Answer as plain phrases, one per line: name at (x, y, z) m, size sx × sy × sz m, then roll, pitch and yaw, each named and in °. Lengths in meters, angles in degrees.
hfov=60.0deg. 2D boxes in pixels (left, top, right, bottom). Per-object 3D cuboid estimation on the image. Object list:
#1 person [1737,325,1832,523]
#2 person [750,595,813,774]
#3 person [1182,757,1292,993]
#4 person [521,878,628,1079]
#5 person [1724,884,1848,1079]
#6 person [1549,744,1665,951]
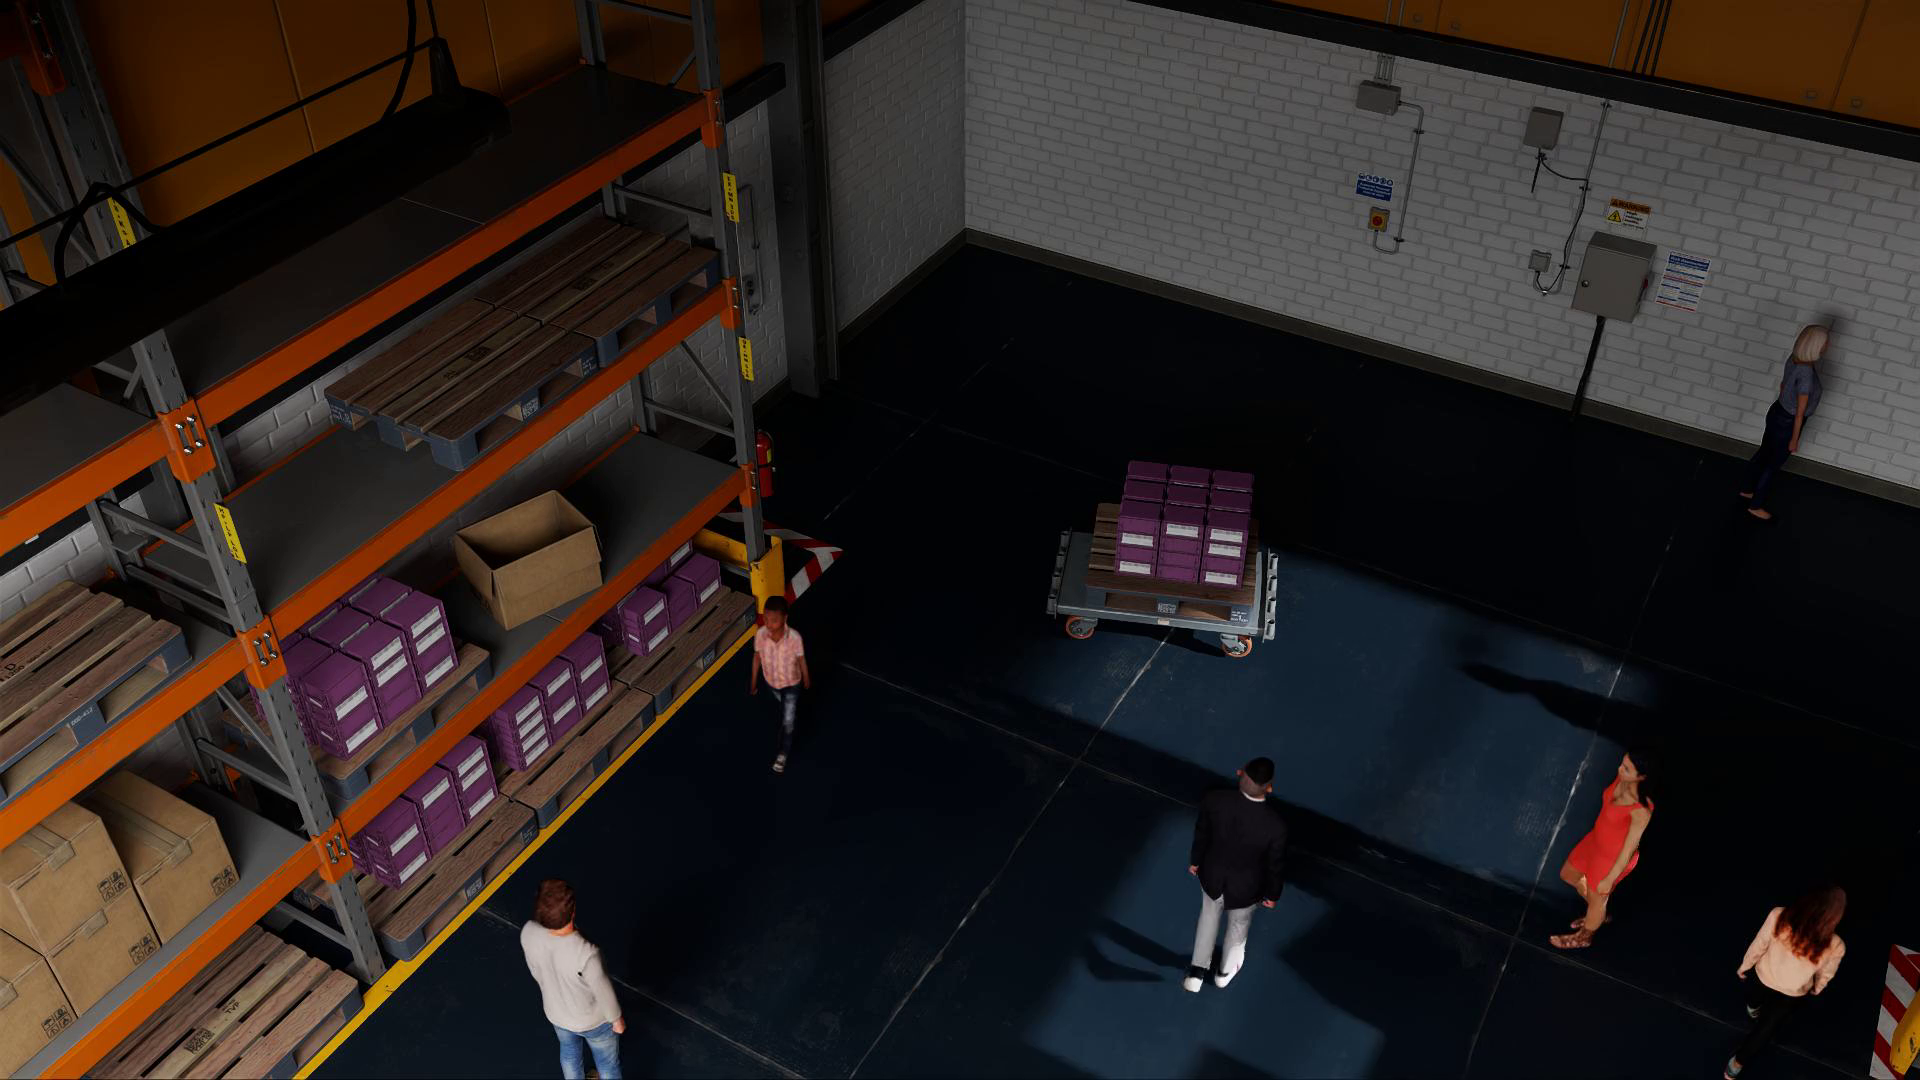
person at (6.472, -0.934, 13.050) m, size 0.714 × 1.723 × 0.579 m, roll 4°, pitch 39°, yaw 5°
person at (-1.163, 0.866, 11.152) m, size 0.649 × 1.278 × 0.909 m, roll 11°, pitch 40°, yaw 13°
person at (1.500, 1.925, 9.302) m, size 0.698 × 1.931 × 0.806 m, roll 19°, pitch 43°, yaw 23°
person at (-1.984, 2.434, 8.684) m, size 0.671 × 1.908 × 0.600 m, roll 16°, pitch 41°, yaw 19°
person at (4.451, 2.431, 9.052) m, size 0.683 × 1.453 × 0.952 m, roll 26°, pitch 45°, yaw 29°
person at (3.845, 1.807, 9.628) m, size 0.783 × 1.710 × 0.707 m, roll -1°, pitch 39°, yaw -1°
